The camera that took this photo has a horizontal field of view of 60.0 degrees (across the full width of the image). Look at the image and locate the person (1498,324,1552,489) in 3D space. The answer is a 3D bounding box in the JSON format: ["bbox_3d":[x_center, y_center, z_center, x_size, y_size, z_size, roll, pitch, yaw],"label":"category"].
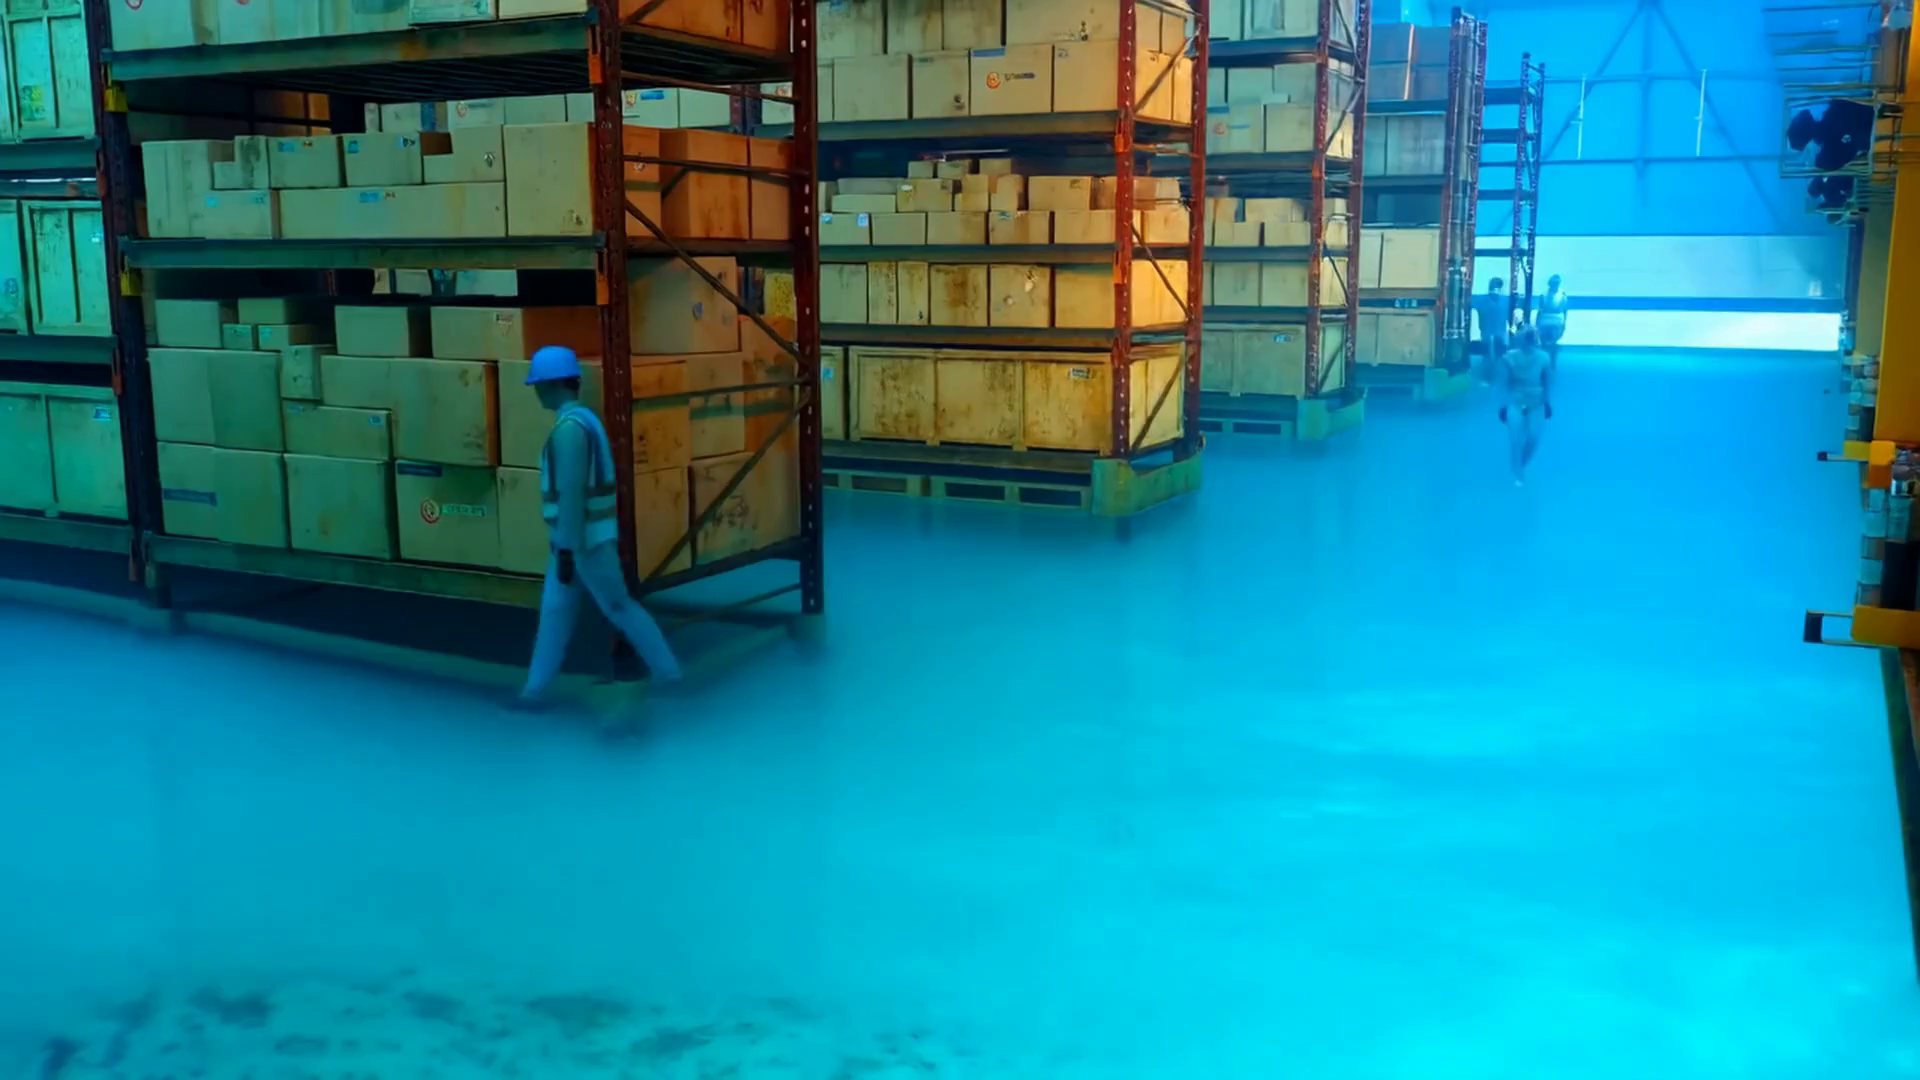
[{"bbox_3d":[5.625,-1.341,16.613,0.535,1.624,0.501,0,10,1],"label":"person"}]

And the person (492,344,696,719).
[{"bbox_3d":[-1.820,-0.029,8.309,1.000,1.892,0.683,-2,10,-10],"label":"person"}]

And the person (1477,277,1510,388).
[{"bbox_3d":[9.199,-3.541,28.528,0.642,1.912,0.764,-3,10,-19],"label":"person"}]

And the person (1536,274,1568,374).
[{"bbox_3d":[11.491,-4.193,32.298,0.567,1.922,0.638,6,11,31],"label":"person"}]
